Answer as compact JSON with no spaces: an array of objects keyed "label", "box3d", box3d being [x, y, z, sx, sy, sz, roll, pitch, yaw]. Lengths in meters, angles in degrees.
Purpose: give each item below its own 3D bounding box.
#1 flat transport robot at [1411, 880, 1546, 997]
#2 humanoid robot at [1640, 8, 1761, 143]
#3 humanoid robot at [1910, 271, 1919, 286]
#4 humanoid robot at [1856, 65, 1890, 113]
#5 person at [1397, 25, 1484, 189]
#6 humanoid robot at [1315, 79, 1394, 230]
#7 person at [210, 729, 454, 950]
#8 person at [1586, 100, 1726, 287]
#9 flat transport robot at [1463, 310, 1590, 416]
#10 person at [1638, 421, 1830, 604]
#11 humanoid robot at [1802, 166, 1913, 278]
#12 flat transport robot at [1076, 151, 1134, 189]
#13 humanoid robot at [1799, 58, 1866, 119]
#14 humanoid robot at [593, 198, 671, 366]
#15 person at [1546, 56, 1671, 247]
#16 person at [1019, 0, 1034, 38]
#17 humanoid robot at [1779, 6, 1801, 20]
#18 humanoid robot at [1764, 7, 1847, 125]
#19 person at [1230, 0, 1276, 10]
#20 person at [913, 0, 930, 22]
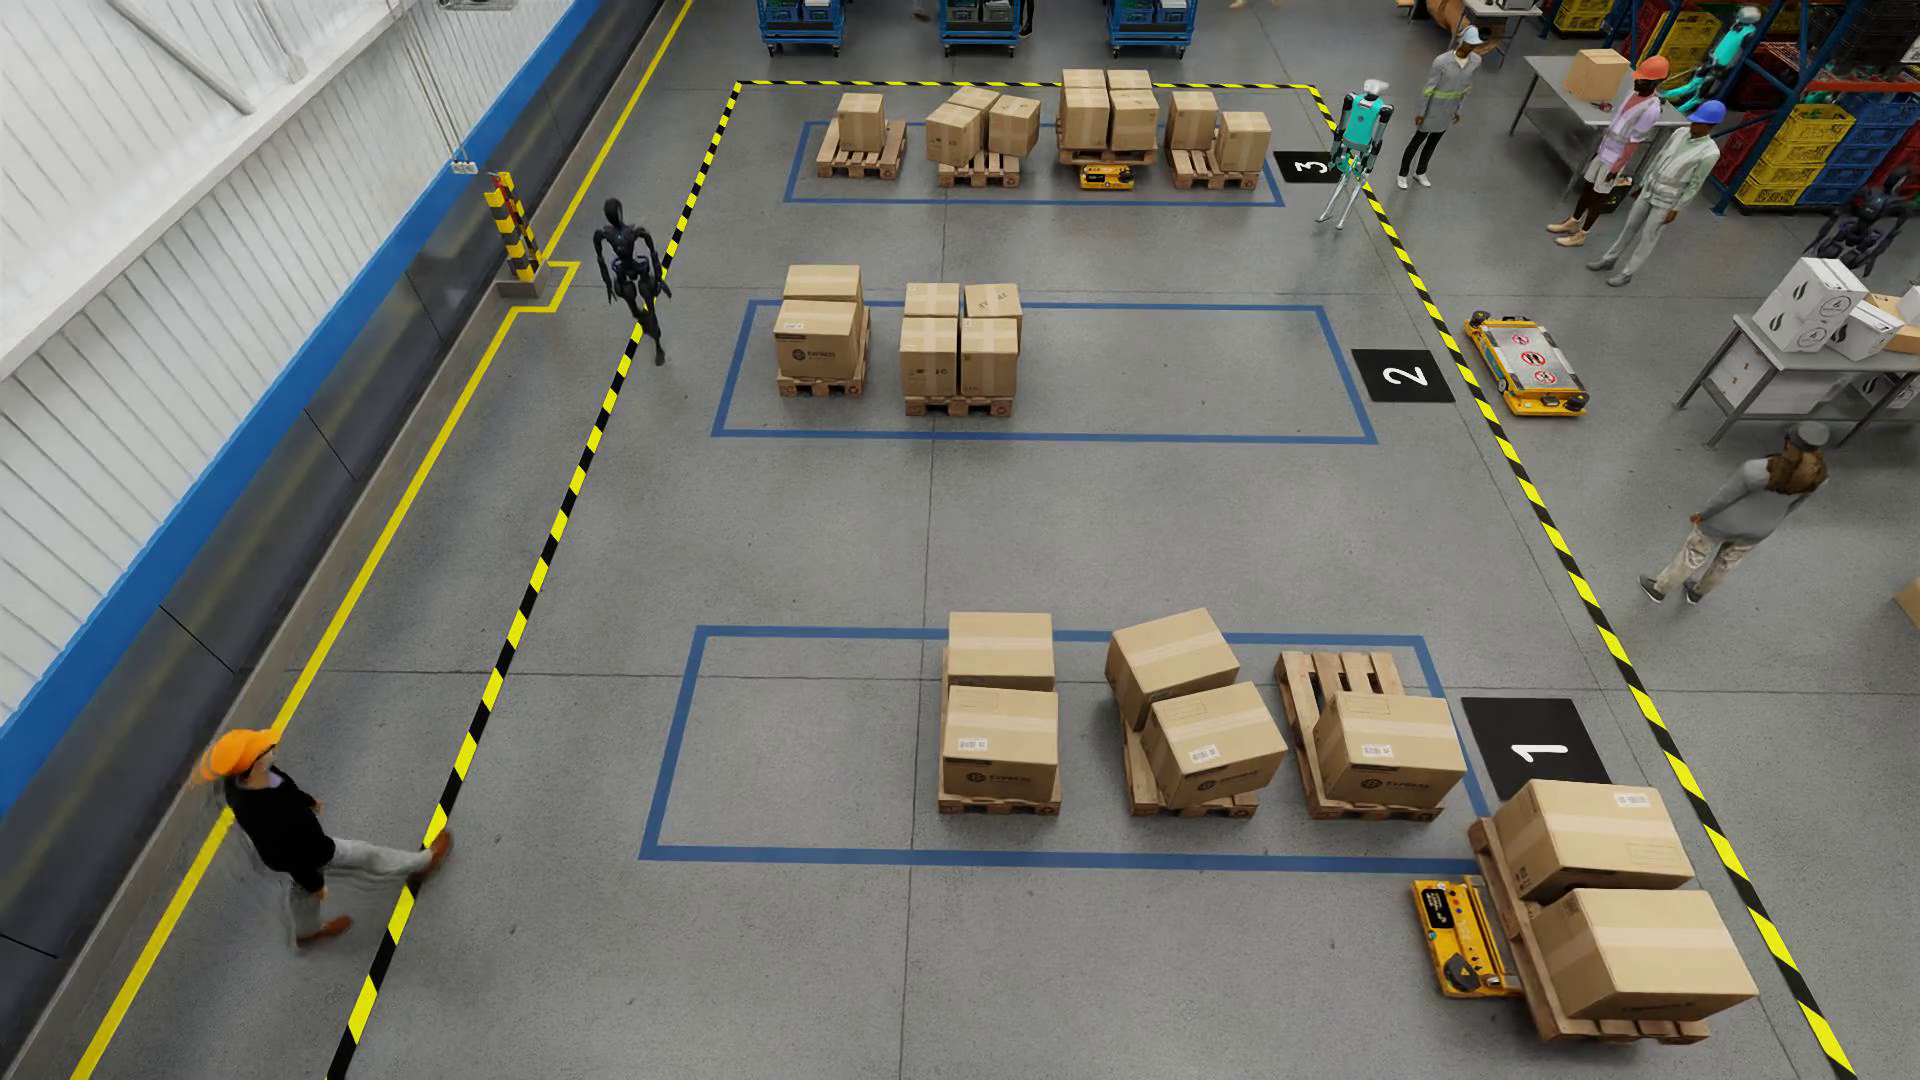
[{"label":"flat transport robot","box3d":[3.539,2.362,5.470,1.431,0.197,0.652,1,49,1]},{"label":"humanoid robot","box3d":[9.221,-5.729,11.515,1.009,1.735,0.559,3,49,3]},{"label":"humanoid robot","box3d":[10.566,-3.348,9.395,0.530,1.690,0.737,4,49,4]},{"label":"humanoid robot","box3d":[11.864,-5.979,11.792,0.861,1.854,0.549,8,50,7]},{"label":"person","box3d":[5.722,-5.121,10.919,0.588,1.852,0.370,-7,50,-6]},{"label":"humanoid robot","box3d":[4.465,-4.336,10.226,0.533,1.677,0.735,34,57,26]},{"label":"person","box3d":[-3.616,1.664,5.064,0.621,1.822,1.004,32,56,25]},{"label":"person","box3d":[7.275,-3.573,9.515,0.389,1.949,0.601,-9,50,-7]},{"label":"flat transport robot","box3d":[5.573,-1.757,9.054,0.659,0.231,1.431,1,49,1]},{"label":"person","box3d":[5.663,-0.144,6.668,0.561,1.763,0.403,6,49,5]},{"label":"humanoid robot","box3d":[8.863,-2.922,9.134,0.351,1.647,0.595,-26,54,-21]},{"label":"flat transport robot","box3d":[1.845,-4.982,11.827,0.652,0.197,1.431,1,49,1]},{"label":"humanoid robot","box3d":[10.993,-5.592,11.450,0.970,1.799,0.541,-9,50,-8]},{"label":"humanoid robot","box3d":[-3.124,-2.544,8.826,0.601,1.642,0.722,-8,50,-7]},{"label":"person","box3d":[7.086,-4.199,10.004,0.399,2.035,0.601,5,49,4]},{"label":"person","box3d":[0.984,-8.817,14.043,0.368,1.967,0.605,-24,53,-19]},{"label":"humanoid robot","box3d":[13.125,-8.609,14.063,0.615,1.643,0.536,5,49,4]},{"label":"humanoid robot","box3d":[10.969,-6.083,11.887,0.624,1.638,0.588,-30,55,-23]},{"label":"person","box3d":[4.925,-9.574,14.796,0.724,1.817,0.621,-15,51,-13]},{"label":"person","box3d":[-0.337,-9.152,14.388,0.973,1.881,0.659,13,50,11]}]
